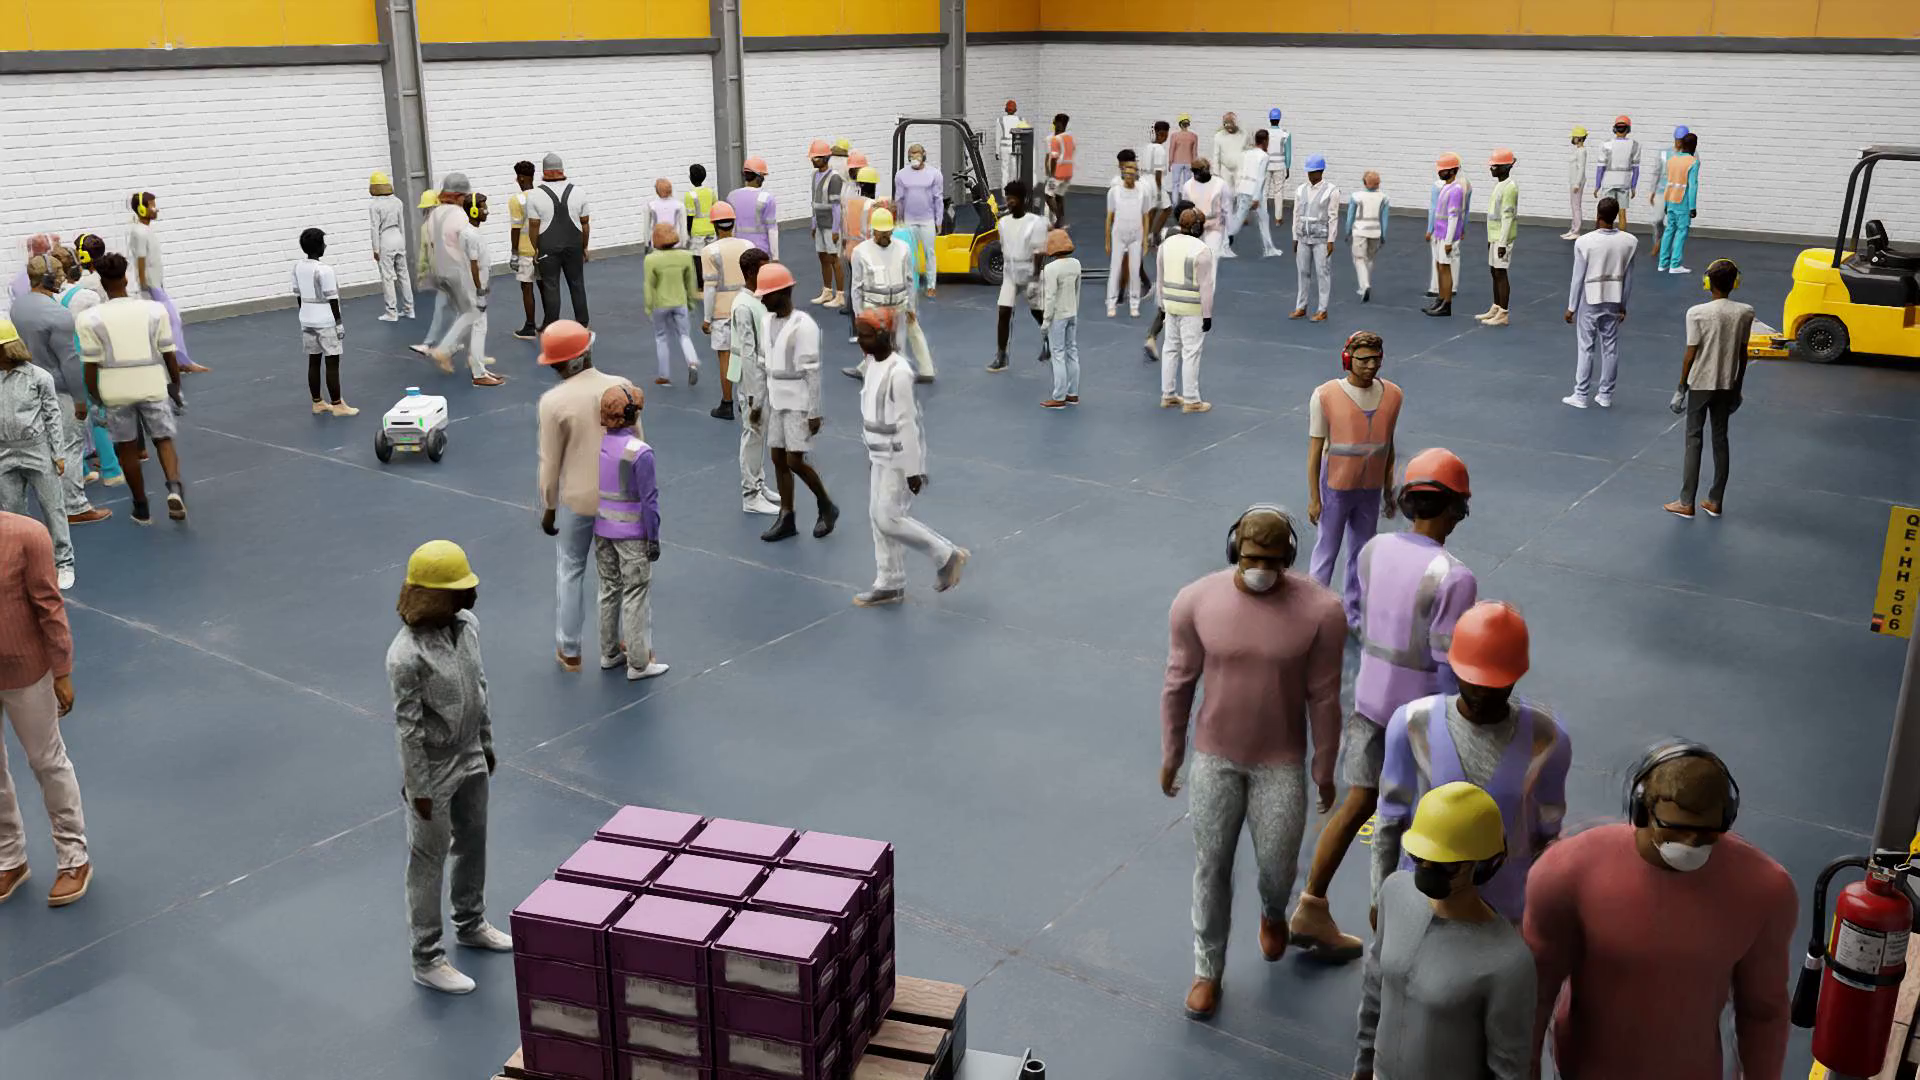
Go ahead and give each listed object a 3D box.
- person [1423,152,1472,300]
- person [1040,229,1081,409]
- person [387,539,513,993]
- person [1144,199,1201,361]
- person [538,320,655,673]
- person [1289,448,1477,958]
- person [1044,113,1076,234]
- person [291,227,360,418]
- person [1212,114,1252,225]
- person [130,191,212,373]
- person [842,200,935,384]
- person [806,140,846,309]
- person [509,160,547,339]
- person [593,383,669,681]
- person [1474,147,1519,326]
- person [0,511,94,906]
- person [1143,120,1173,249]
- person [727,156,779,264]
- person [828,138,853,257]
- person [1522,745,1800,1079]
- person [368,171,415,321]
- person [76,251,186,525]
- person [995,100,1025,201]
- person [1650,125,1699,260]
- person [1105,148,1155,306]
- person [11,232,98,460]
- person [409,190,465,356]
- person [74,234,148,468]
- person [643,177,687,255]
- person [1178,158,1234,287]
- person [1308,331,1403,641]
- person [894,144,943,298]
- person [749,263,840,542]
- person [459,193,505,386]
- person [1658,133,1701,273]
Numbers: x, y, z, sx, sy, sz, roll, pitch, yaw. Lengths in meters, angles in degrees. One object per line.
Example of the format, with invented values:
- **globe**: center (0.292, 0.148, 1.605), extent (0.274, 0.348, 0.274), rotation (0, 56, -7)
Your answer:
- **person**: center (6.124, -3.949, 20.951), extent (0.600, 1.827, 0.404), rotation (-7, 19, -21)
- **person**: center (0.918, -2.025, 15.248), extent (0.277, 1.631, 0.506), rotation (14, 22, 37)
- **person**: center (-1.878, 0.827, 6.172), extent (0.329, 1.736, 0.488), rotation (6, 19, 18)
- **person**: center (2.236, -2.695, 17.293), extent (0.529, 1.667, 0.798), rotation (14, 23, 38)
- **person**: center (-1.982, -0.241, 9.129), extent (0.656, 1.964, 0.461), rotation (-16, 23, -40)
- **person**: center (1.711, 0.641, 6.392), extent (1.085, 1.969, 0.673), rotation (-9, 20, -27)
- **person**: center (1.604, -5.909, 26.891), extent (0.431, 1.940, 0.637), rotation (13, 22, 35)
- **person**: center (-5.701, -1.935, 14.863), extent (0.532, 1.698, 0.319), rotation (10, 20, 29)
- **person**: center (4.580, -6.240, 28.059), extent (0.670, 1.867, 0.483), rotation (2, 18, 7)
- **person**: center (-8.108, -2.541, 16.548), extent (0.910, 1.839, 0.530), rotation (-7, 19, -22)
- **person**: center (-0.668, -2.403, 16.176), extent (0.944, 1.783, 0.558), rotation (7, 19, 20)
- **person**: center (-1.663, -3.855, 20.340), extent (0.416, 2.034, 0.603), rotation (-12, 21, -33)
- **person**: center (-4.755, -3.222, 18.488), extent (0.387, 1.952, 0.609), rotation (11, 21, 30)
- **person**: center (-1.823, -0.040, 9.048), extent (0.509, 1.629, 0.316), rotation (13, 22, 35)
- **person**: center (6.202, -3.495, 19.212), extent (0.418, 2.034, 0.604), rotation (1, 18, 4)
- **person**: center (-3.890, 0.540, 6.673), extent (0.626, 1.980, 0.412), rotation (-2, 18, -7)
- **person**: center (3.014, -5.371, 25.231), extent (0.482, 1.936, 0.605), rotation (-5, 18, -14)
- **person**: center (-2.222, -3.144, 18.118), extent (0.611, 2.030, 0.410), rotation (9, 20, 26)
- **person**: center (-1.784, -5.070, 24.632), extent (0.540, 1.717, 0.396), rotation (-1, 18, -4)
- **person**: center (1.710, 1.357, 4.215), extent (0.649, 1.918, 0.486), rotation (1, 18, 3)
- **person**: center (-6.723, -3.448, 19.539), extent (0.327, 1.737, 0.487), rotation (9, 20, 27)
- **person**: center (-5.765, -1.032, 11.638), extent (0.621, 1.947, 0.561), rotation (-13, 22, -36)
- **person**: center (0.964, -7.399, 31.654), extent (0.582, 1.882, 0.338), rotation (0, 18, -1)
- **person**: center (10.398, -5.059, 24.247), extent (0.625, 1.934, 0.421), rotation (9, 20, 25)
- **person**: center (2.158, -3.902, 20.686), extent (0.974, 1.920, 0.615), rotation (-14, 22, -37)
- **person**: center (-7.195, -1.472, 13.149), extent (0.650, 1.881, 0.808), rotation (9, 20, 26)
- **person**: center (-5.538, -2.821, 17.599), extent (0.557, 1.716, 0.918), rotation (15, 23, 38)
- **person**: center (-6.801, -1.502, 13.264), extent (0.344, 1.856, 0.526), rotation (2, 18, 7)
- **person**: center (-3.525, -3.522, 19.969), extent (0.522, 1.625, 0.651), rotation (-6, 19, -17)
- **person**: center (3.022, -3.802, 20.558), extent (0.693, 1.788, 0.787), rotation (10, 20, 28)
- **person**: center (2.217, -0.279, 9.445), extent (0.566, 1.846, 0.389), rotation (-6, 19, -19)
- **person**: center (-0.520, -4.041, 21.086), extent (0.636, 1.930, 0.382), rotation (4, 18, 11)
- **person**: center (-1.180, -0.935, 11.379), extent (0.475, 1.916, 0.569), rotation (-15, 23, -39)
- **person**: center (-4.662, -2.426, 16.139), extent (0.332, 1.864, 0.506), rotation (-5, 19, -17)
- **person**: center (9.976, -4.670, 23.083), extent (0.400, 1.907, 0.600), rotation (-5, 18, -15)
